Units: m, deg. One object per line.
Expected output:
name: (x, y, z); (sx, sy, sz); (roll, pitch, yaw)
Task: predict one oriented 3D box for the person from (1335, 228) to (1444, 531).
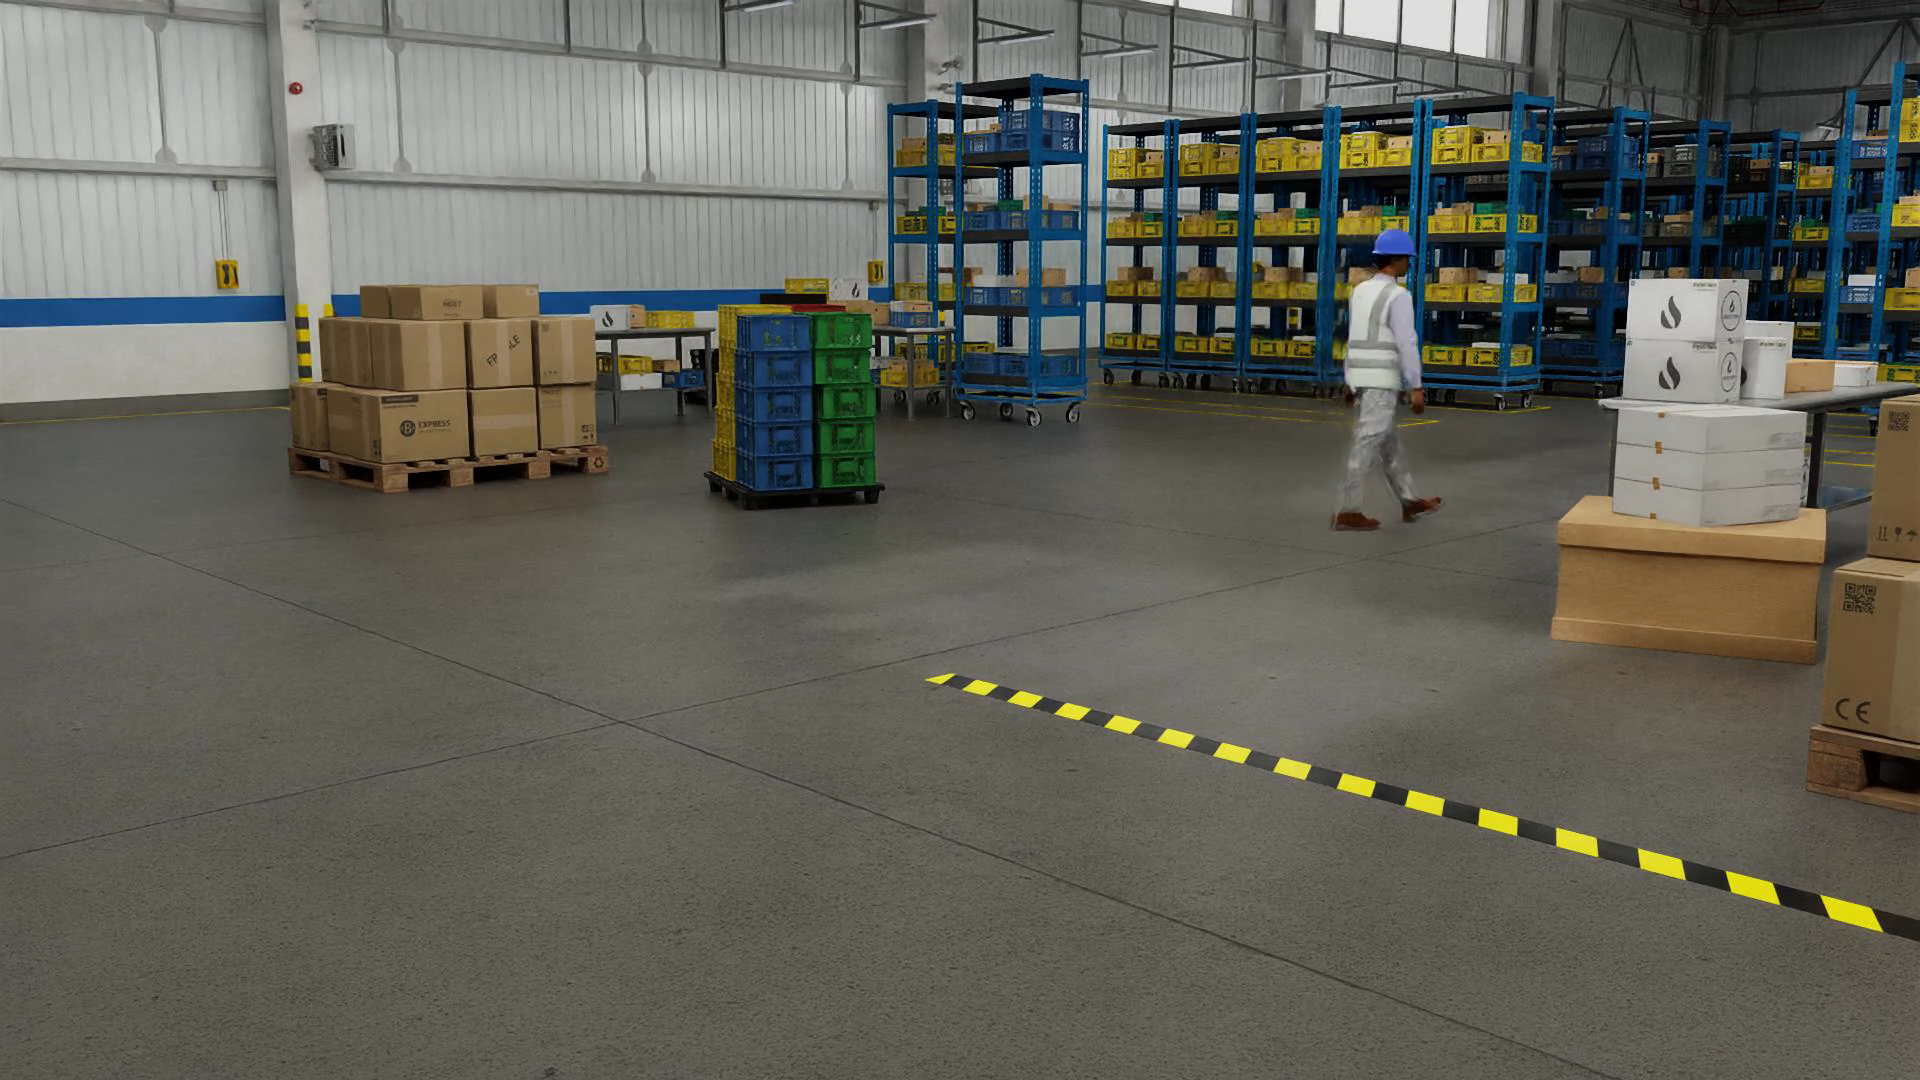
person: (2.796, -1.009, 10.591); (0.935, 1.904, 0.640); (-2, 10, -12)
